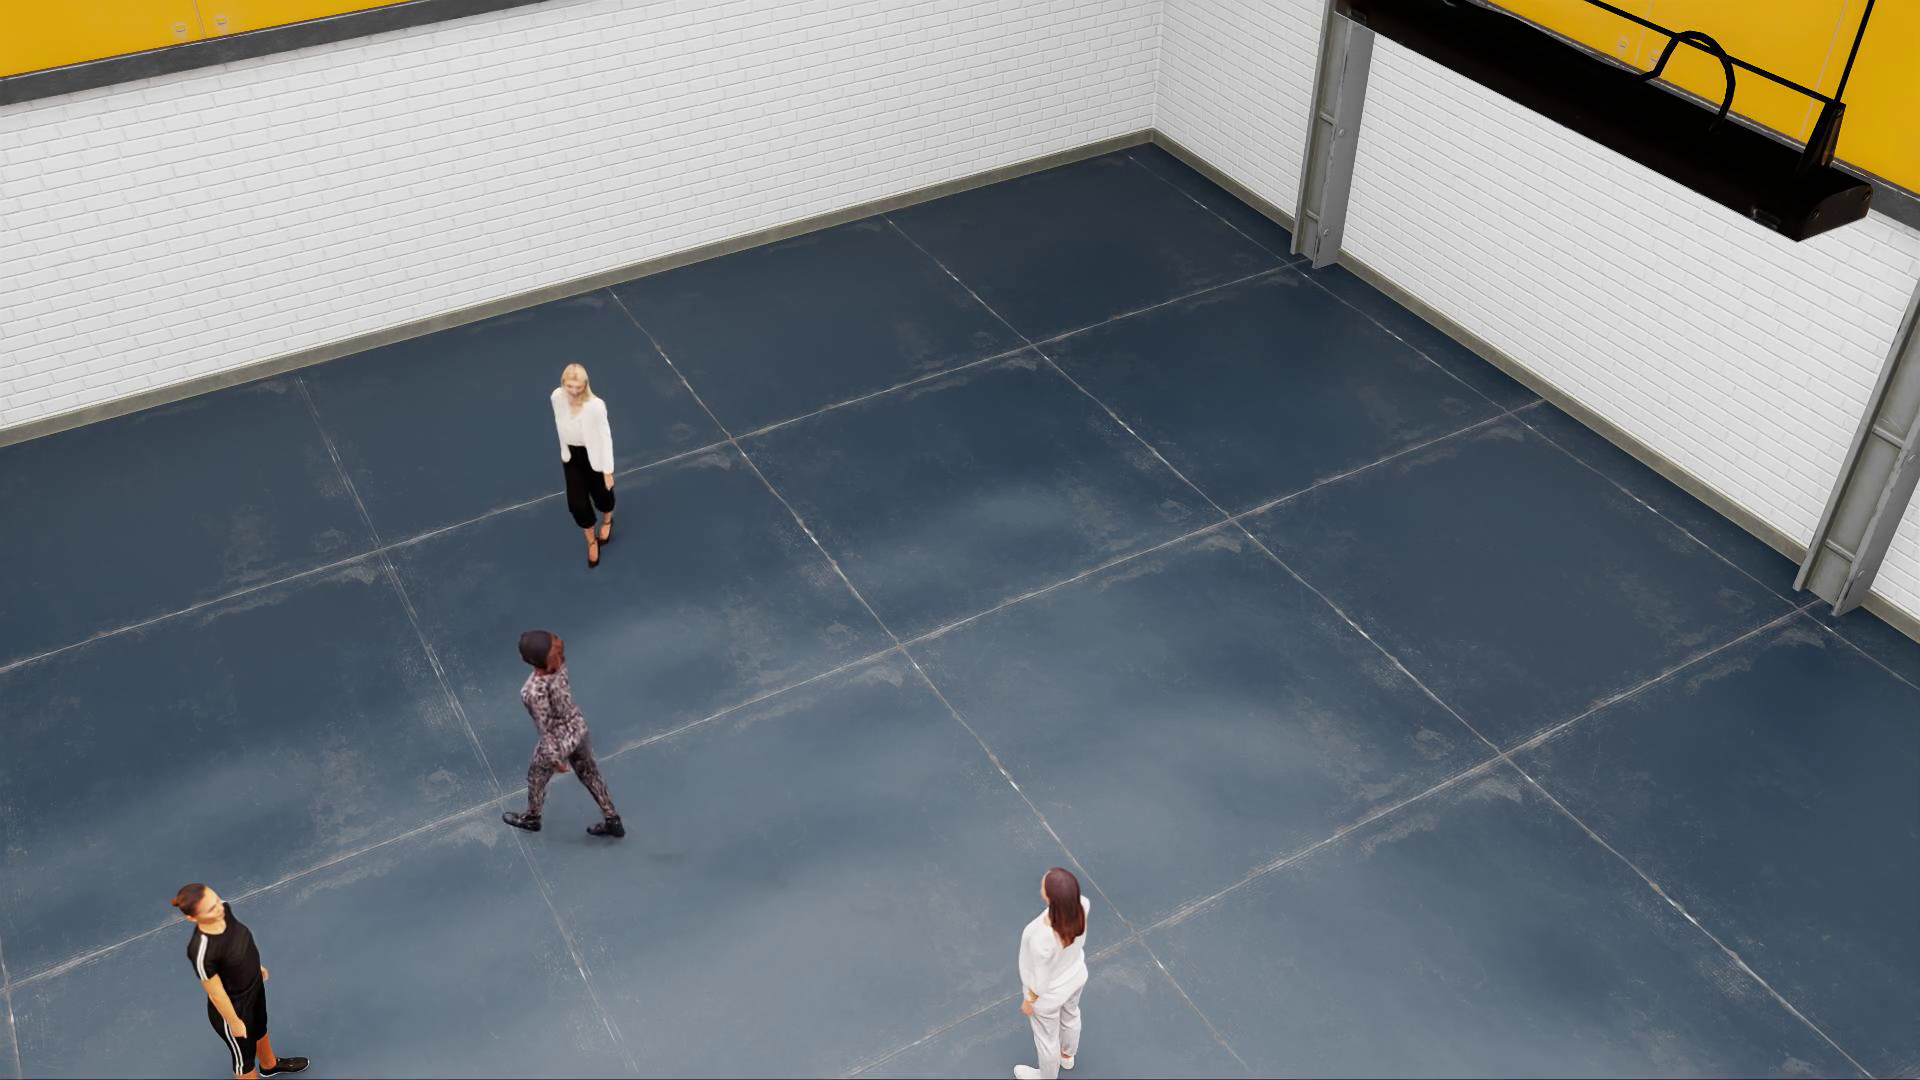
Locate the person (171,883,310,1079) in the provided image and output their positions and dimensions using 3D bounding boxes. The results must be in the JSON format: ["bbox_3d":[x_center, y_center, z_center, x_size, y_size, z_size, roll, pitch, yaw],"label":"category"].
[{"bbox_3d":[-3.800,2.378,8.722,0.721,1.668,0.605,-2,39,-2],"label":"person"}]

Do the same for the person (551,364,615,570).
[{"bbox_3d":[-2.760,-0.611,12.352,0.857,1.811,0.924,12,40,15],"label":"person"}]

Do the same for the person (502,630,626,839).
[{"bbox_3d":[-2.344,1.234,10.145,1.053,1.681,0.996,10,40,12],"label":"person"}]

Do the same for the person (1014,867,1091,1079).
[{"bbox_3d":[0.506,2.318,8.782,0.667,1.689,0.674,25,45,28],"label":"person"}]
